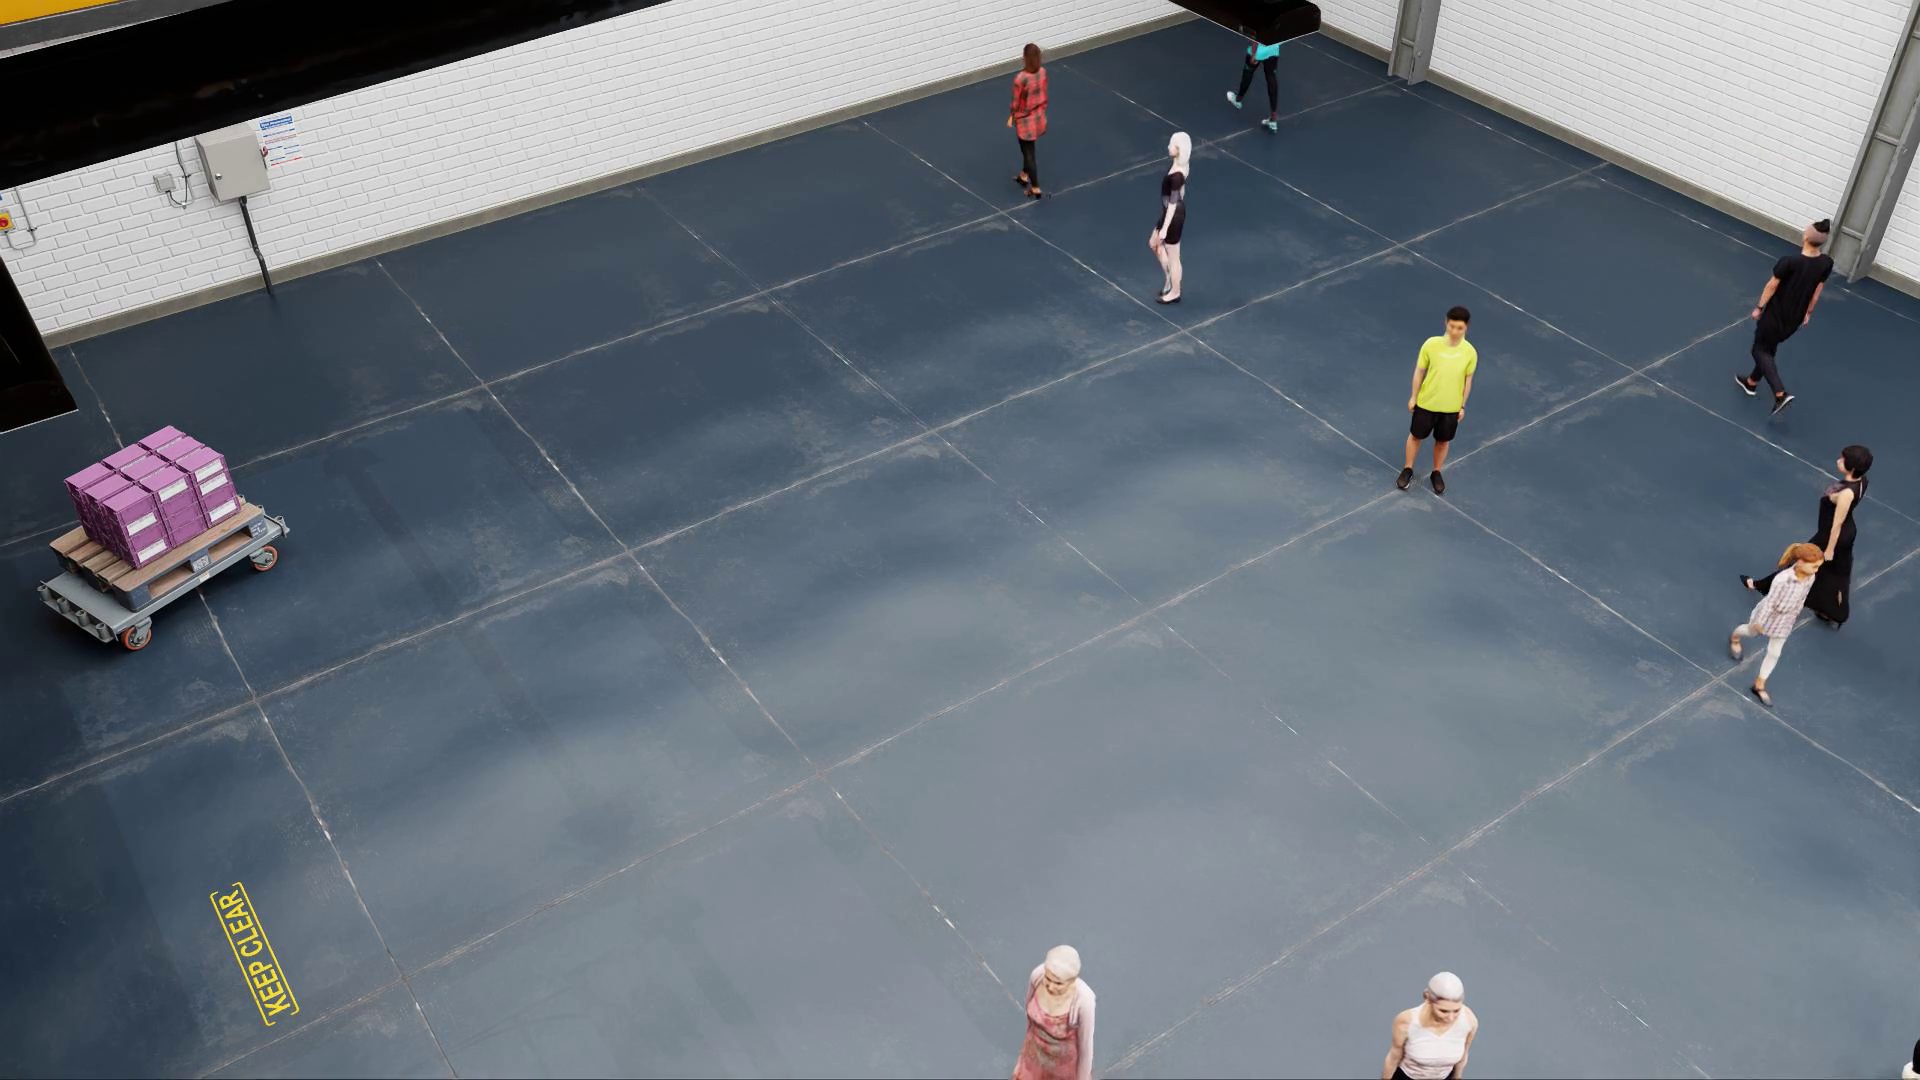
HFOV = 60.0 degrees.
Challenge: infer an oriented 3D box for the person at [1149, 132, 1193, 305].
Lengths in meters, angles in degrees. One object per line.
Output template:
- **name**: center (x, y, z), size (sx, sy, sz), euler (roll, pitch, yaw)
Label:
- **person**: center (2.141, -3.064, 16.007), size (0.784, 1.821, 0.718), euler (5, 39, 6)

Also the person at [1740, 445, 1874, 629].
- **person**: center (6.563, 0.028, 12.349), size (1.087, 1.554, 0.759), euler (31, 48, 33)

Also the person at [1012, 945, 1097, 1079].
- **person**: center (0.565, 2.678, 8.939), size (0.925, 1.669, 0.870), euler (24, 44, 27)

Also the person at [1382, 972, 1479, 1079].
- **person**: center (2.408, 2.810, 8.748), size (0.675, 1.700, 0.692), euler (-3, 39, -3)

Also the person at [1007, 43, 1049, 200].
- **person**: center (0.773, -4.503, 17.909), size (0.673, 1.697, 0.804), euler (-30, 47, -32)

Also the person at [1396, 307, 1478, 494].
- **person**: center (3.949, -1.169, 13.726), size (0.685, 1.708, 0.755), euler (8, 39, 10)

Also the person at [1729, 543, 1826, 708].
- **person**: center (5.835, 0.498, 11.984), size (0.818, 1.276, 1.012), euler (-3, 39, -4)

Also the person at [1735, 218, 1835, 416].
- **person**: center (7.275, -1.959, 14.602), size (0.927, 1.847, 1.140), euler (-8, 39, -10)

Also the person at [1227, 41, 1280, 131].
- **person**: center (3.579, -5.618, 19.253), size (0.793, 1.761, 1.235), euler (-16, 41, -19)
